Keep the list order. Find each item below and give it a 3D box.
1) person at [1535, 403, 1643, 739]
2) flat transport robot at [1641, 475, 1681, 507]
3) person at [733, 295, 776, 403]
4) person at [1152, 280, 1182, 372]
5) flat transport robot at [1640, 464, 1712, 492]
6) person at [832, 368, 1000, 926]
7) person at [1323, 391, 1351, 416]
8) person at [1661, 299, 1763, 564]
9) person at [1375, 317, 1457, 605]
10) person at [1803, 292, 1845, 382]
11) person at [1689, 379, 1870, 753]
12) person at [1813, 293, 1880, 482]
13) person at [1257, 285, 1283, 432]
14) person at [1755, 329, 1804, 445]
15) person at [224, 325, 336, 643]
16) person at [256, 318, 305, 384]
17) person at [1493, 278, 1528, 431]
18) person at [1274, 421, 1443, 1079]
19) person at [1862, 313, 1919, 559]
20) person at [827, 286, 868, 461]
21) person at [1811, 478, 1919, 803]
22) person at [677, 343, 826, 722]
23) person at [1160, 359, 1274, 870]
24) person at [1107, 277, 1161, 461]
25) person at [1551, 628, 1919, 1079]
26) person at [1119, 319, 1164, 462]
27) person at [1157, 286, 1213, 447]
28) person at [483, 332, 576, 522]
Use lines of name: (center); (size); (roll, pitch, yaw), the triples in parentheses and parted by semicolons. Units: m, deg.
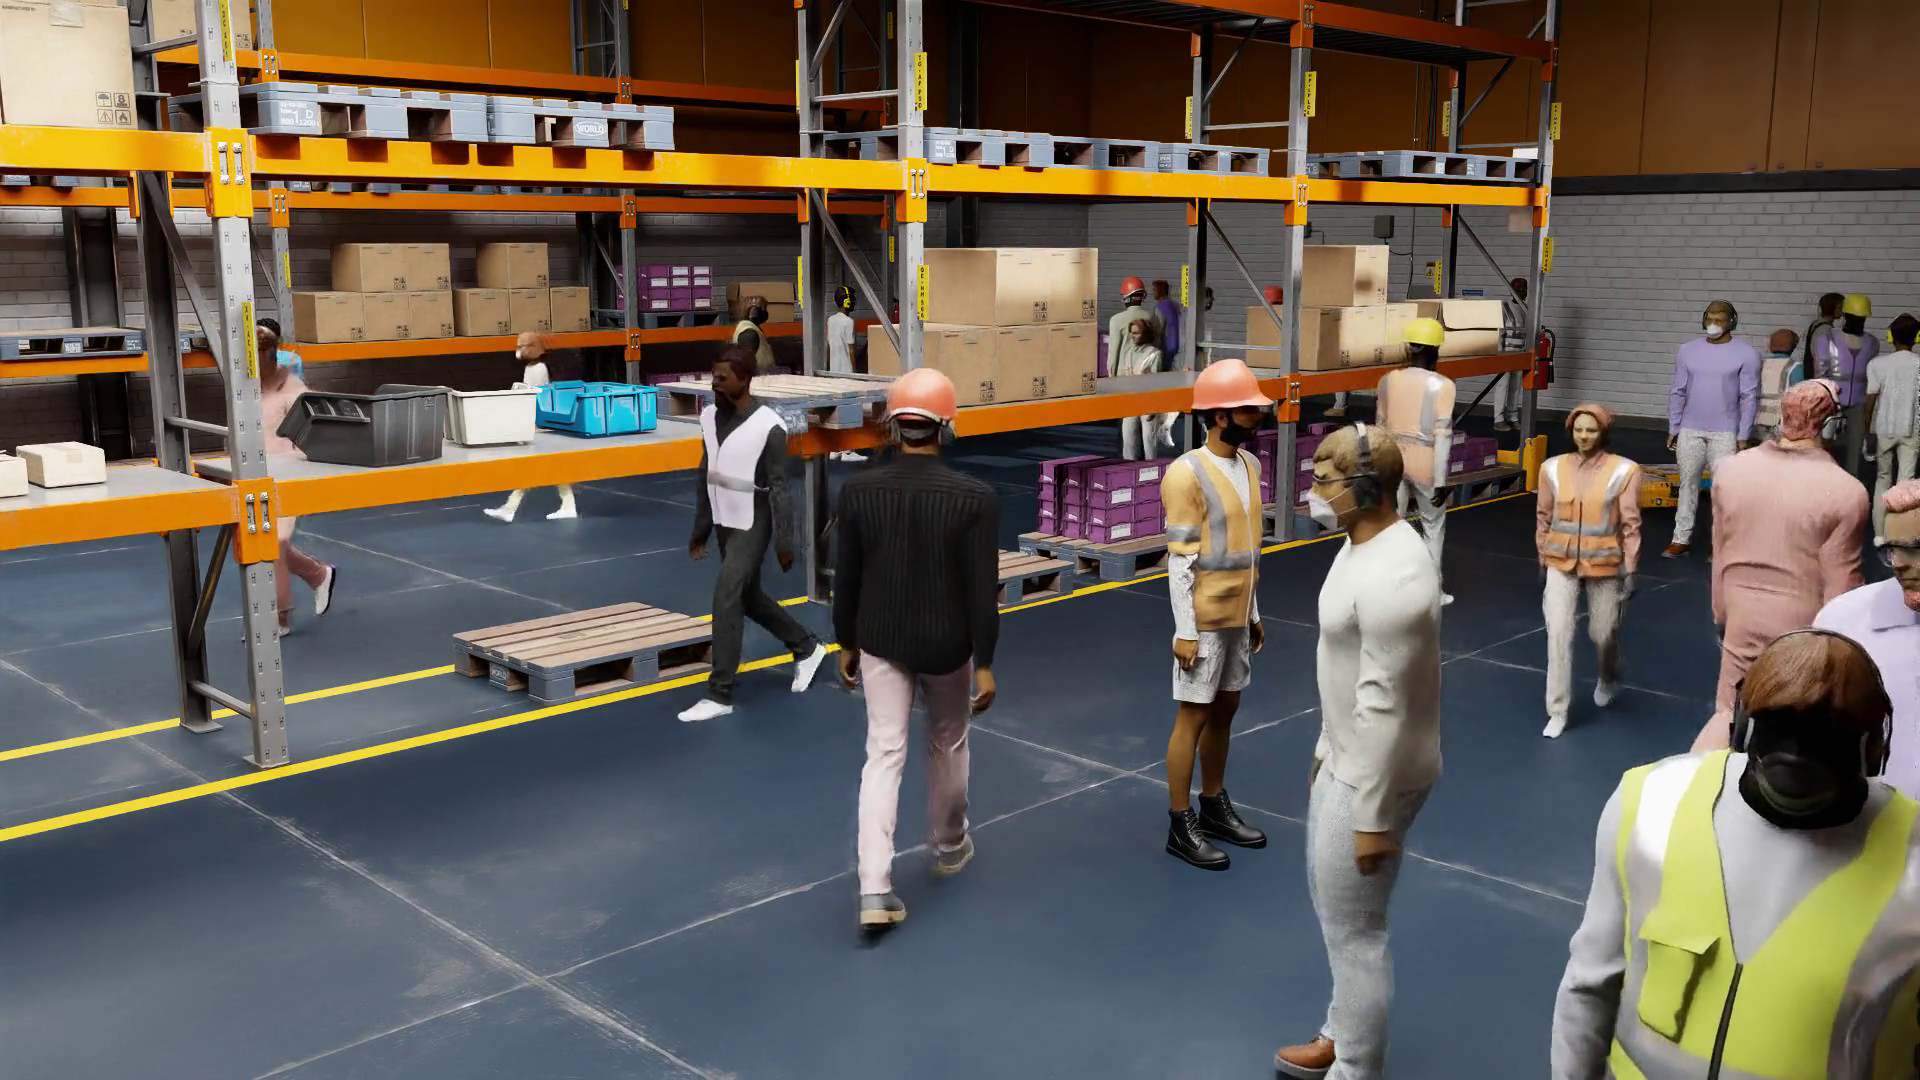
person: (3.075, 0.121, 8.139); (0.516, 1.615, 0.734); (7, 13, 34)
flat transport robot: (6.000, -0.504, 15.219); (0.652, 0.197, 1.431); (-2, 11, -9)
person: (-2.013, -1.478, 16.274); (0.446, 1.829, 0.652); (-1, 10, -4)
person: (2.718, -2.523, 21.995); (0.445, 1.825, 0.585); (7, 12, 32)
flat transport robot: (6.981, -0.579, 15.633); (1.431, 0.197, 0.652); (-2, 11, -9)
person: (-0.164, 0.362, 5.937); (0.626, 1.950, 1.004); (2, 11, 12)
person: (5.079, -2.575, 22.245); (0.430, 1.839, 0.619); (5, 12, 26)
person: (5.527, -0.795, 12.260); (0.632, 1.940, 0.372); (9, 14, 42)
person: (2.844, -0.464, 10.578); (0.899, 1.899, 0.594); (-8, 13, -38)
person: (8.733, -1.586, 16.848); (0.411, 1.833, 0.540); (2, 11, 10)
person: (3.074, 0.329, 6.289); (0.807, 1.884, 0.644); (-6, 12, -31)
person: (7.913, -1.267, 14.940); (0.588, 1.898, 0.796); (0, 10, 2)
person: (3.194, -1.588, 16.645); (0.652, 1.916, 0.556); (-9, 13, -39)
person: (6.947, -0.982, 14.139); (0.361, 1.614, 0.548); (-3, 11, -17)
person: (-4.107, -0.360, 10.045); (0.645, 1.883, 0.720); (6, 12, 31)
person: (-5.977, -1.086, 14.523); (0.534, 1.694, 0.321); (-7, 13, -34)
person: (6.845, -2.286, 20.544); (0.574, 1.883, 0.355); (-6, 12, -30)
person: (1.073, 0.642, 4.471); (0.426, 1.933, 0.639); (2, 11, 12)
person: (7.073, -0.784, 12.528); (0.510, 1.833, 0.948); (6, 12, 30)
person: (-1.224, -1.774, 17.782); (0.317, 1.870, 0.531); (-8, 13, -36)
person: (2.281, 0.768, 3.897); (0.663, 1.880, 0.629); (9, 14, 41)
person: (-1.053, -0.067, 8.459); (0.917, 1.887, 0.590); (-9, 14, -40)
person: (0.998, 0.278, 6.398); (0.344, 1.942, 0.547); (9, 14, 40)
person: (1.764, -1.681, 16.981); (0.607, 1.987, 0.409); (-6, 12, -28)
person: (1.322, 1.011, 2.762); (0.635, 1.811, 0.838); (10, 14, 43)
person: (1.668, -1.229, 15.455); (0.343, 1.638, 0.520); (-9, 14, -40)
person: (2.655, -1.979, 18.993); (0.891, 1.841, 0.520); (-7, 12, -32)
person: (-3.636, -0.936, 13.966); (0.841, 1.593, 0.527); (-4, 11, -22)
